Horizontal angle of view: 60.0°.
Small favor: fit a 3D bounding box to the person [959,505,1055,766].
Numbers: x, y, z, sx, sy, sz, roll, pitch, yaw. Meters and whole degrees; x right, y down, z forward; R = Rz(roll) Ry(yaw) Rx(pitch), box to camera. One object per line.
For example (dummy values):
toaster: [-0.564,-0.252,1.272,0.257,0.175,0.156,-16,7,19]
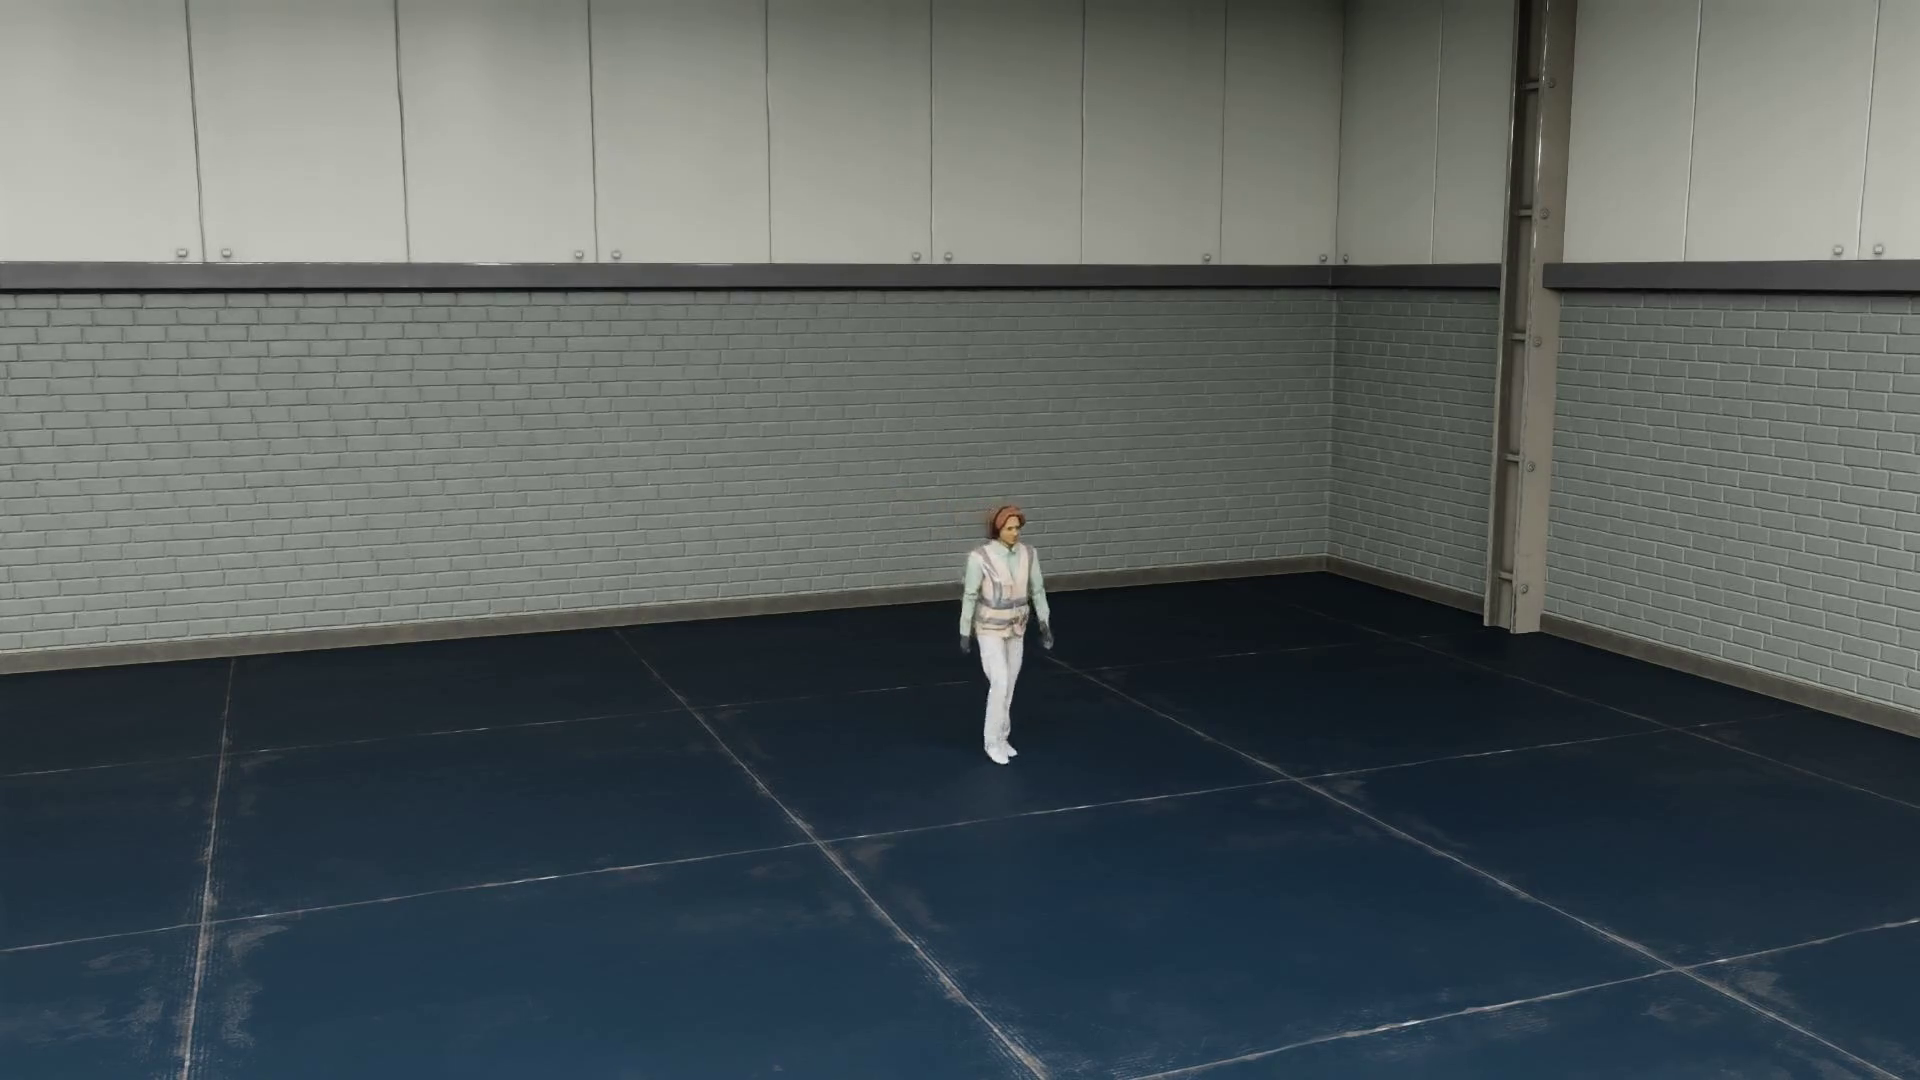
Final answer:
person: [0.292,0.590,10.339,0.546,1.617,0.541,-7,11,-36]
